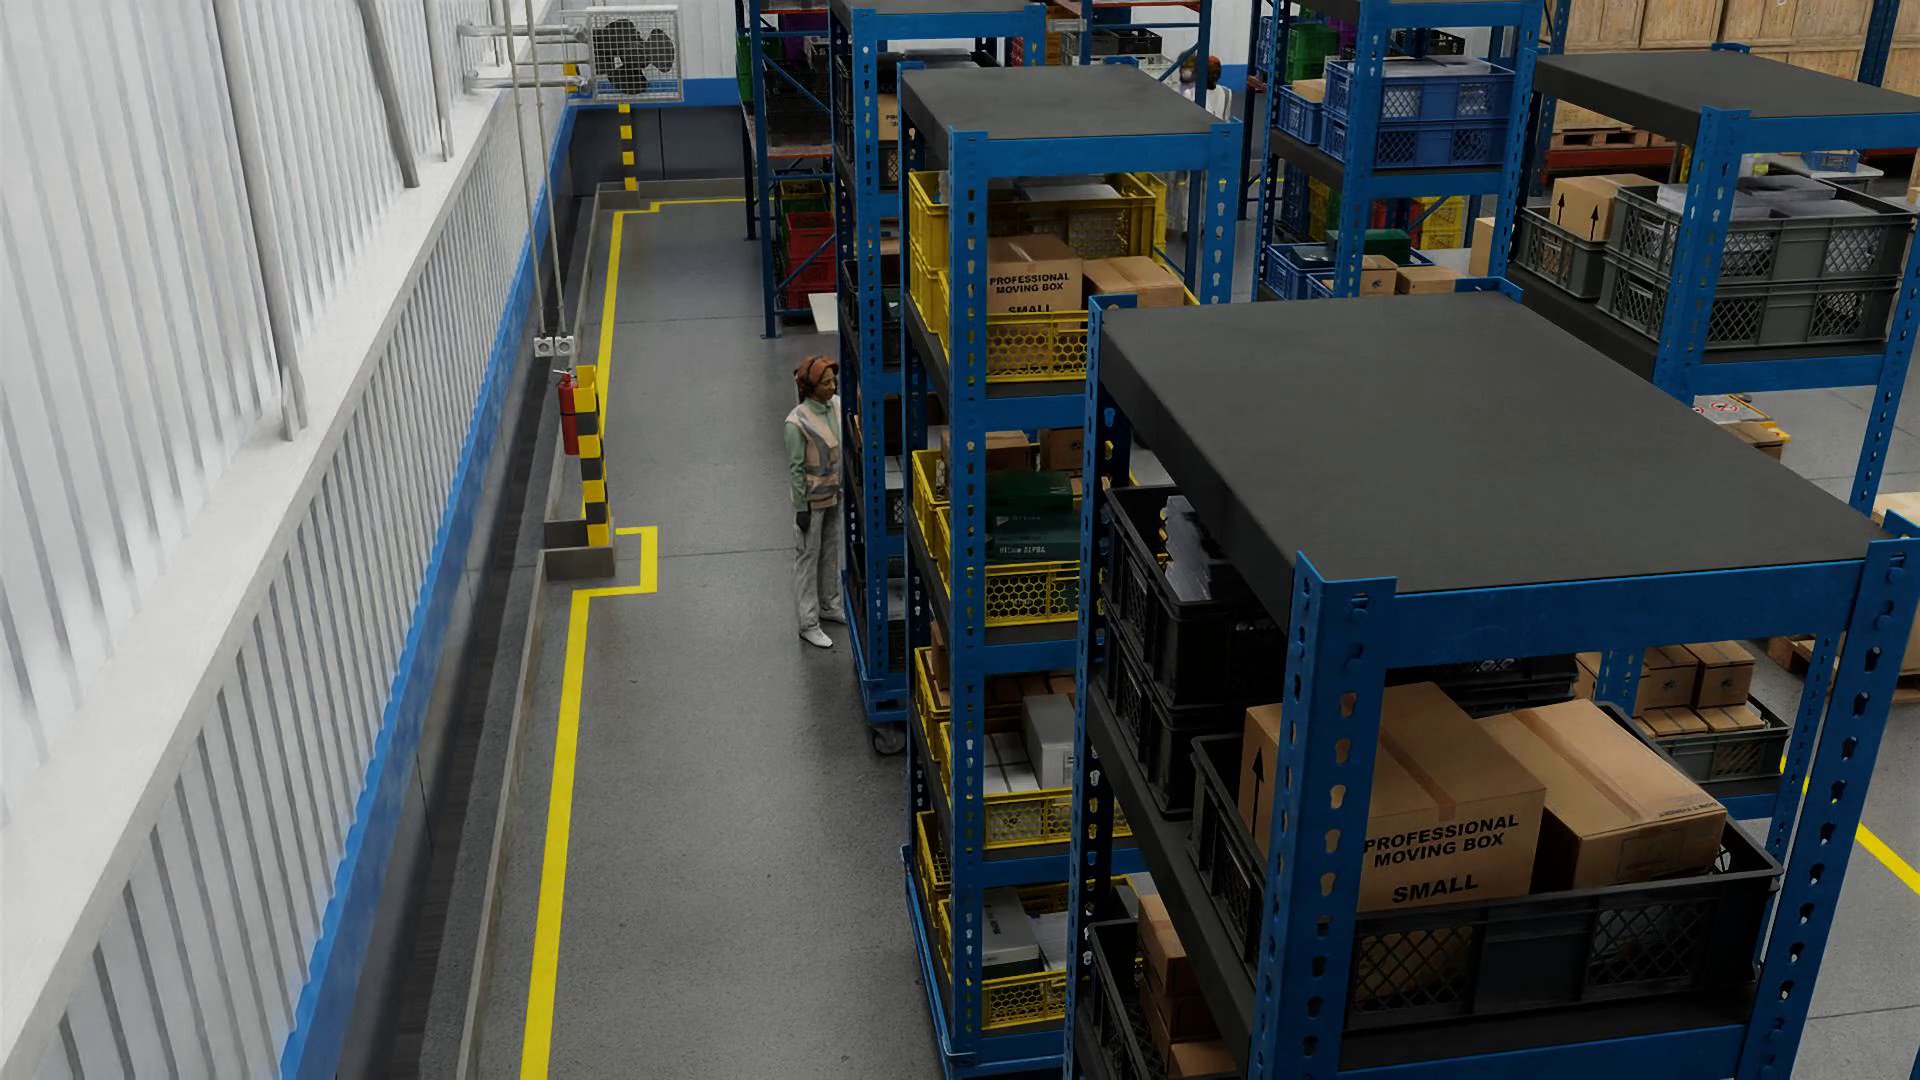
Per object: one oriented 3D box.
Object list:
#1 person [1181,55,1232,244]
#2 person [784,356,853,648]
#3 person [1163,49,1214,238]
[{"bbox_3d":[2.505,-3.978,17.000,0.574,1.882,0.355,-11,27,-22],"label":"person"},{"bbox_3d":[-0.765,-0.227,9.129,0.309,1.641,0.514,12,27,25],"label":"person"},{"bbox_3d":[2.296,-4.055,17.101,0.635,1.936,0.355,7,26,16],"label":"person"}]
